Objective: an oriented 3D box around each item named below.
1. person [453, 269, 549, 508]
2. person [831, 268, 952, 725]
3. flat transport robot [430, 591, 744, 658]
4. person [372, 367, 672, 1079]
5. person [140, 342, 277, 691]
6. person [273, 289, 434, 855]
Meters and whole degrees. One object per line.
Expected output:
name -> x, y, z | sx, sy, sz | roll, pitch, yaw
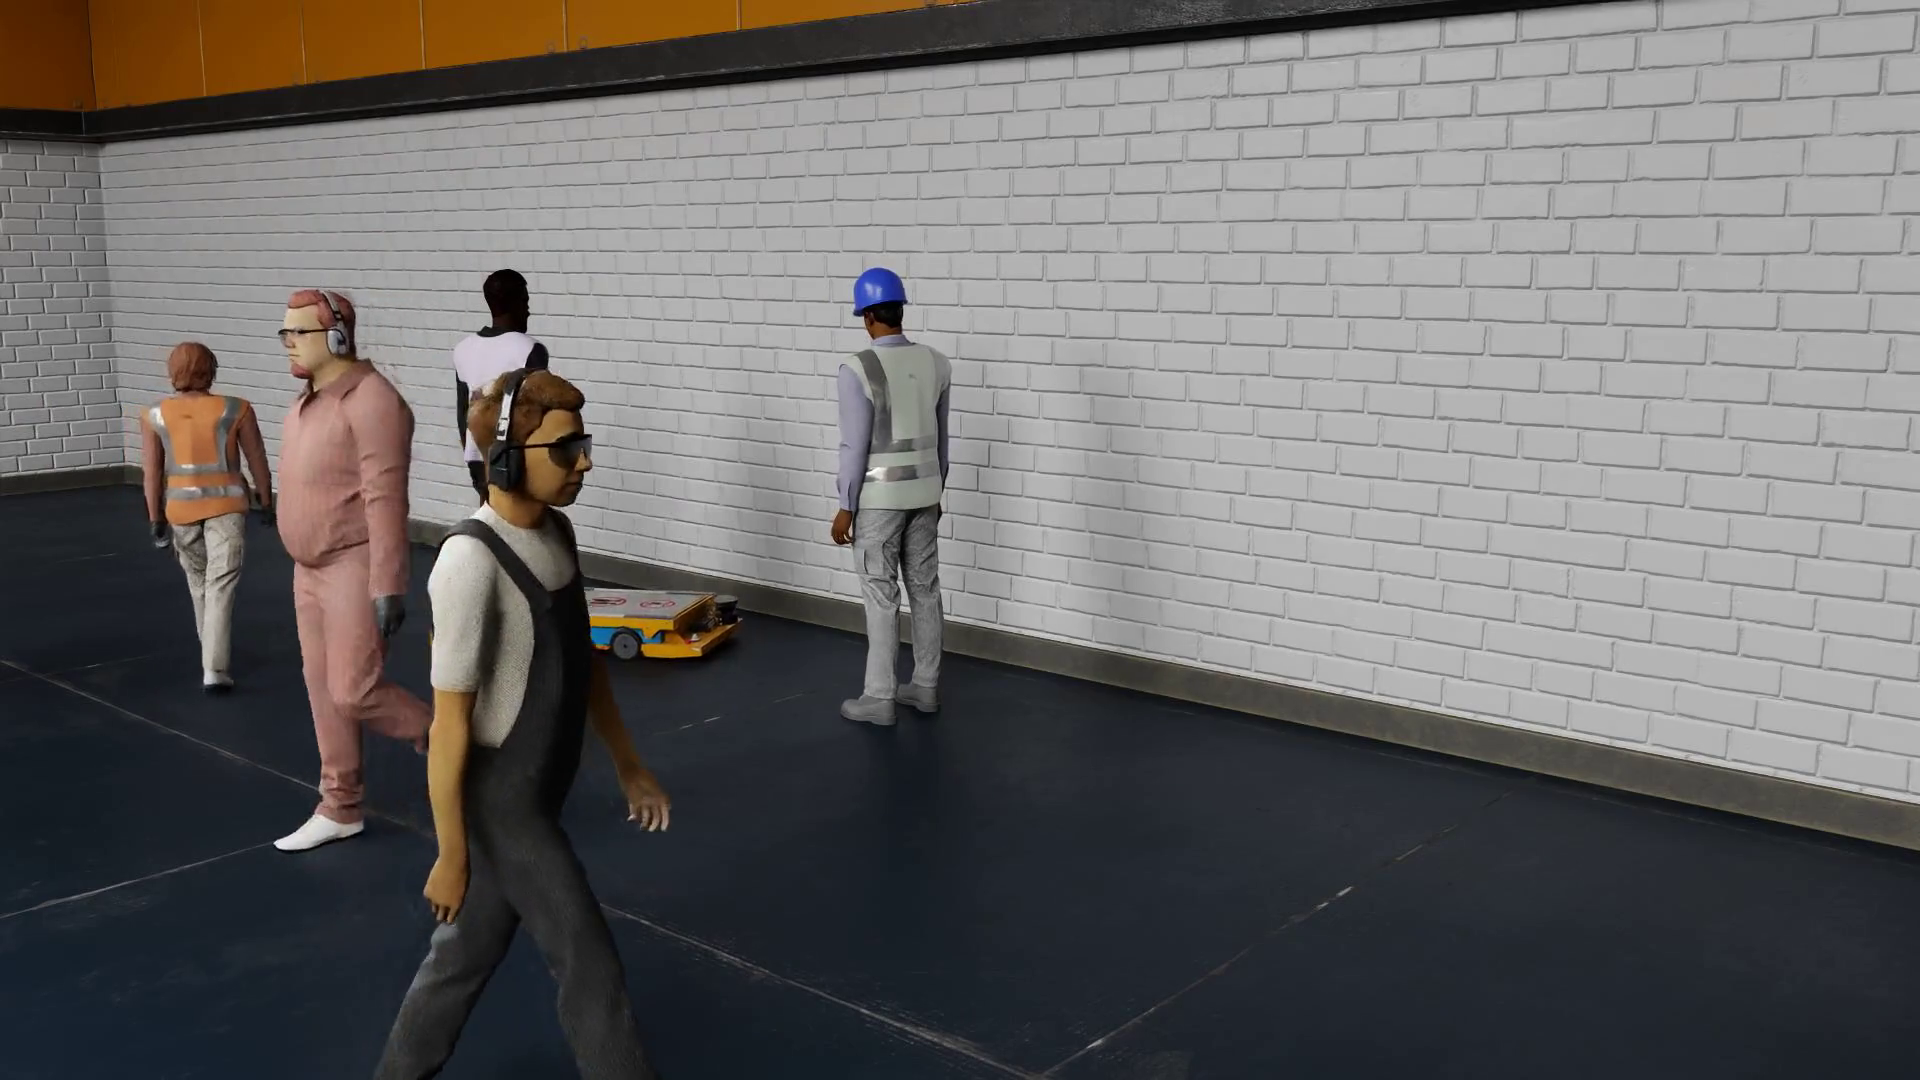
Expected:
person -> -2.227, -0.367, 8.216 | 0.587, 1.920, 0.391 | 6, 11, 30
person -> -0.297, -0.182, 7.107 | 0.602, 1.938, 0.401 | -10, 14, -43
flat transport robot -> -1.892, 0.407, 8.500 | 1.431, 0.197, 0.652 | 2, 10, 11
person -> -0.884, 0.541, 3.433 | 0.986, 1.795, 0.531 | 0, 10, 2
person -> -3.502, -0.120, 7.754 | 0.524, 1.593, 0.875 | -1, 10, -7
person -> -2.031, 0.103, 5.616 | 0.666, 1.892, 0.600 | 9, 14, 43
